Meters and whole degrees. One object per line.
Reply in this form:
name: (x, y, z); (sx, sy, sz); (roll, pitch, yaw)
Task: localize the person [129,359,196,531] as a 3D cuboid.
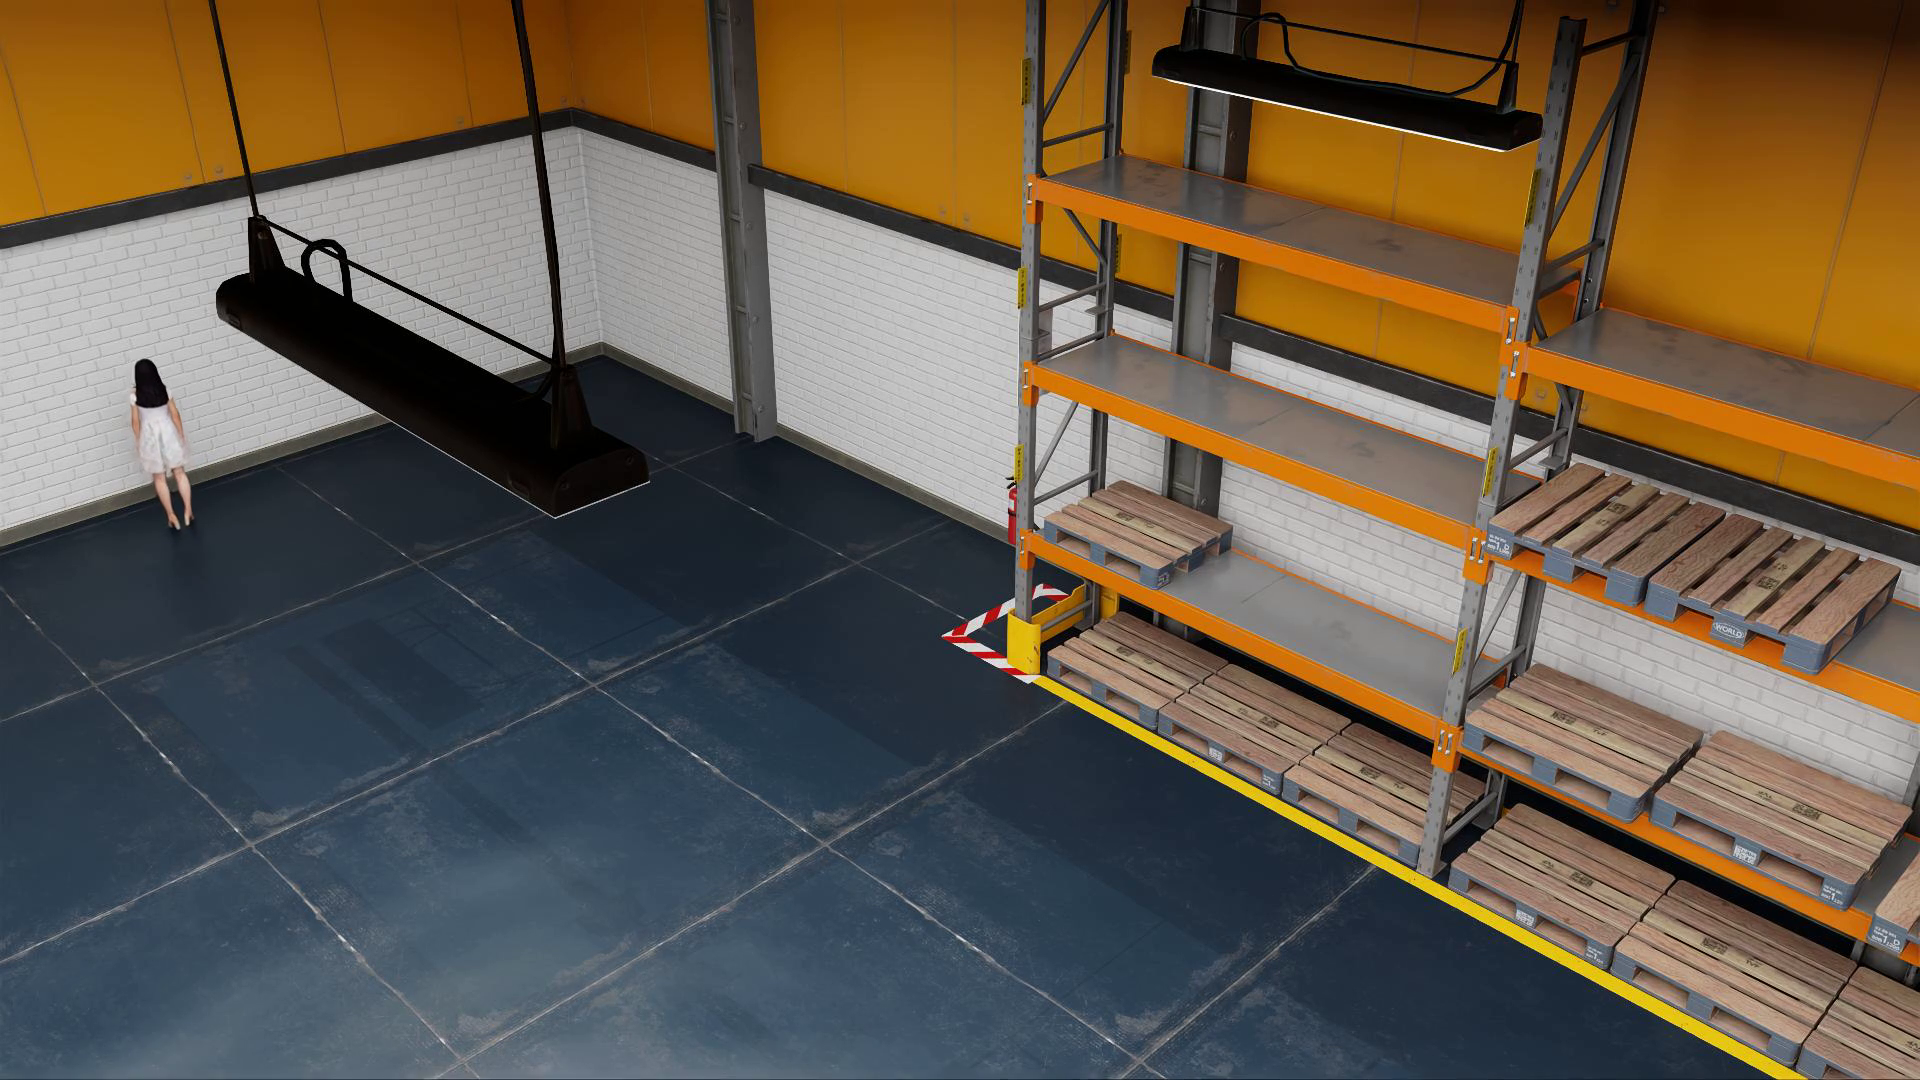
person: (-7.803, -0.918, 16.230); (0.695, 1.770, 0.699); (-17, 33, -29)
